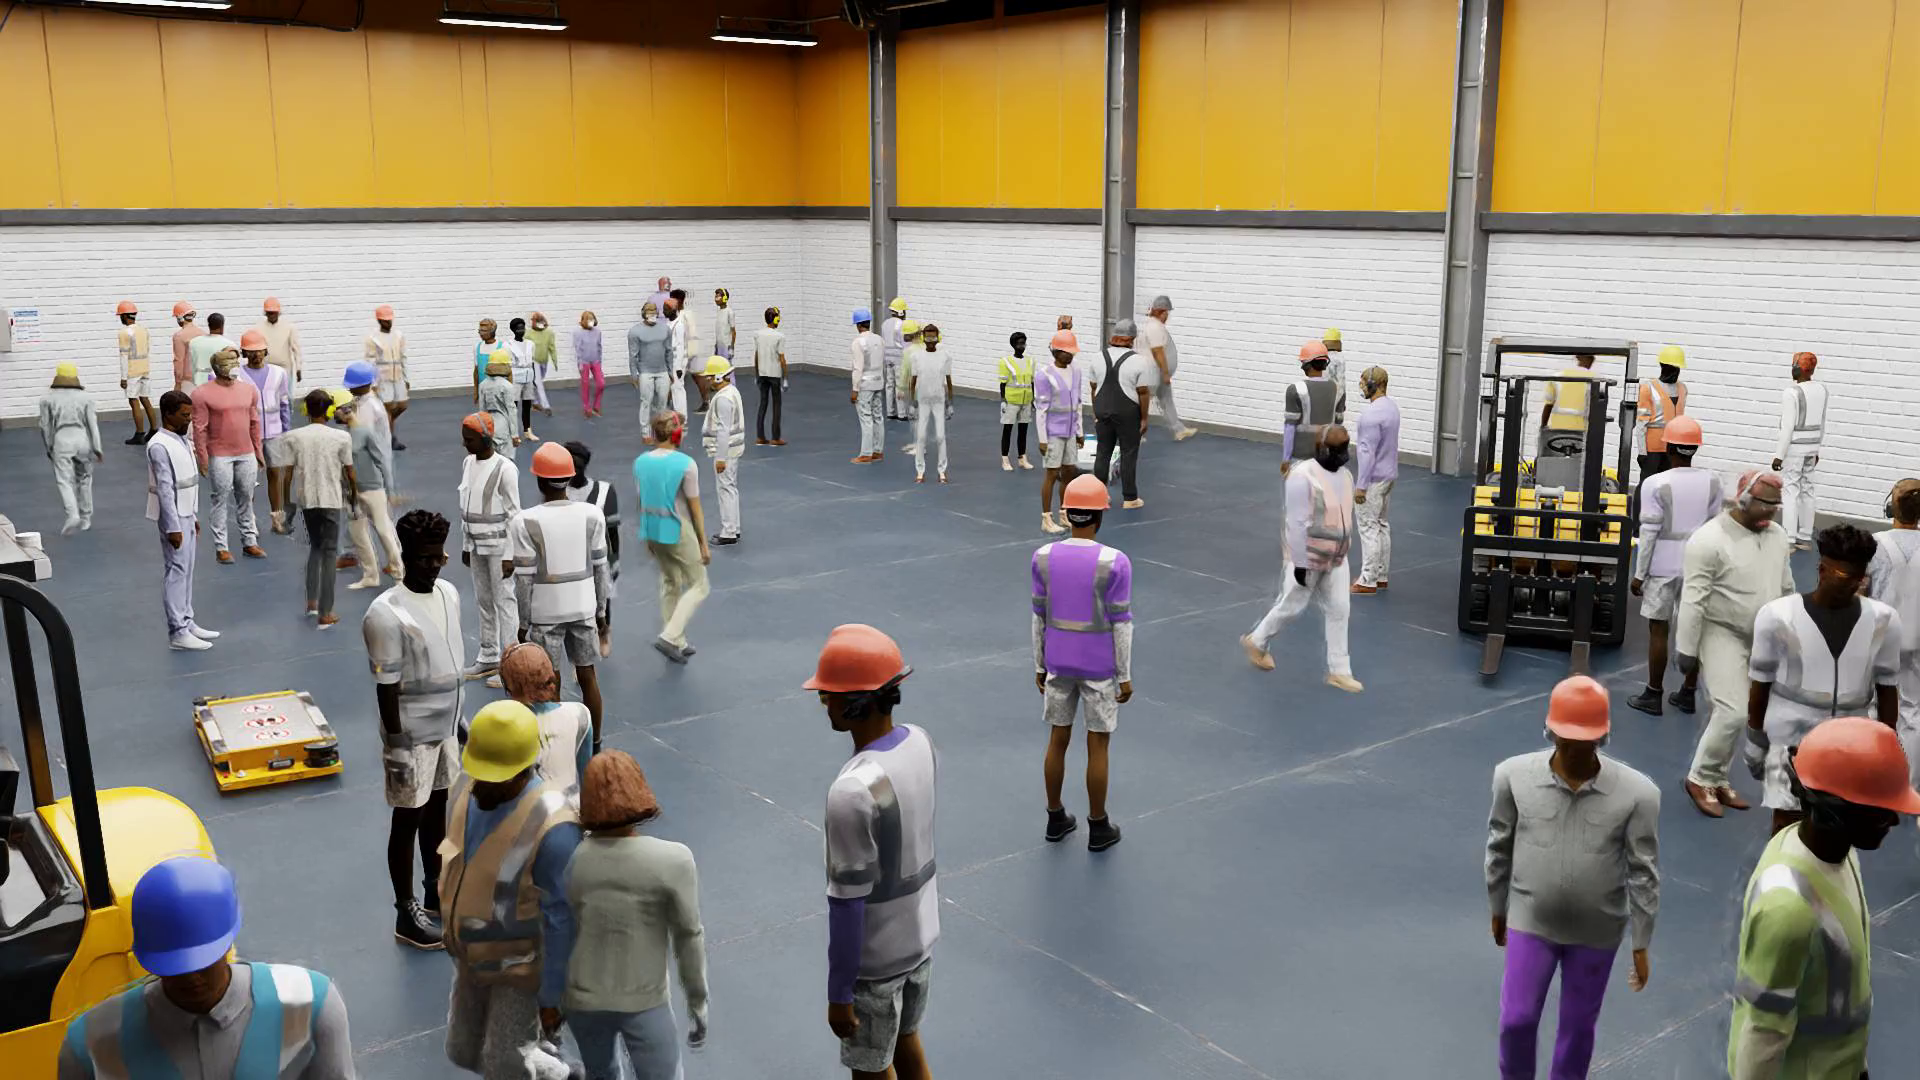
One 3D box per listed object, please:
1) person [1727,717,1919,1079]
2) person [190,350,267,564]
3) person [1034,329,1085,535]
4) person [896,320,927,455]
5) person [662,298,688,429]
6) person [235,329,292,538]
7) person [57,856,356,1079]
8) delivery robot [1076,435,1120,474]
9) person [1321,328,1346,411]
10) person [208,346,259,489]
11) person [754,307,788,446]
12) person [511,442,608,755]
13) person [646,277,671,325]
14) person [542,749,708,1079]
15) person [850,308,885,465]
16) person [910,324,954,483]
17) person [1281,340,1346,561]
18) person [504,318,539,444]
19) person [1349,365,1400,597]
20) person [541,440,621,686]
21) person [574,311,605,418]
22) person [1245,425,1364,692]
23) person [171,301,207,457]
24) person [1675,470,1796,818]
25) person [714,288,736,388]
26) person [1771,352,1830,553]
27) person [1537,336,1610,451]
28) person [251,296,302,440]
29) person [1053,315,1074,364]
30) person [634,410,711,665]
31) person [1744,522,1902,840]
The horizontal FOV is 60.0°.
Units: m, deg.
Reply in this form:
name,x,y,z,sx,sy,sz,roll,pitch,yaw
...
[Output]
name,x,y,z,sx,sy,sz,roll,pitch,yaw
person,2.186,1.415,4.471,0.864,2.013,0.604,7,14,32
person,-6.650,-0.763,15.165,0.360,1.939,0.635,9,15,38
person,1.005,-1.060,16.392,0.613,2.031,0.410,-11,16,-43
person,-0.656,-1.966,21.460,0.585,1.737,0.570,7,13,29
person,-4.067,-2.507,23.742,0.359,1.880,0.575,-5,13,-23
person,-6.822,-1.038,16.244,0.610,2.042,0.396,-9,15,-39
person,-1.648,1.609,3.756,0.644,1.921,0.632,-6,13,-28
delivery robot,1.512,-0.983,19.361,0.707,0.478,0.477,3,12,13
person,4.485,-1.702,20.207,0.324,1.737,0.488,-9,15,-37
person,-8.290,-1.393,18.968,0.318,1.631,0.514,9,15,38
person,-2.528,-2.174,22.194,0.530,1.854,0.324,7,13,29
person,-2.286,0.402,9.534,0.545,1.942,0.351,-7,14,-31
person,-5.179,-3.665,29.273,0.642,1.905,0.399,5,13,22
person,-1.065,1.481,5.156,0.534,1.605,0.618,1,12,5
person,-1.165,-1.901,20.668,0.412,1.937,0.605,7,14,31
person,-0.330,-1.582,19.332,0.512,1.858,0.322,0,12,0
person,3.184,-0.794,15.105,0.601,2.035,0.413,-5,13,-22
person,-5.936,-2.151,22.461,0.319,1.696,0.532,9,15,37
person,3.461,-0.493,13.904,0.378,1.929,0.636,7,14,30
person,-2.605,0.132,11.464,0.542,1.679,0.519,-2,12,-8
person,-5.540,-2.626,24.946,0.505,1.616,0.434,-11,16,-42
person,2.381,0.091,11.365,0.615,1.812,0.877,-8,14,-35
person,-9.868,-2.063,21.357,0.410,1.980,0.624,2,12,11
person,4.199,0.557,8.932,0.649,1.880,0.490,-6,13,-27
person,-3.755,-3.059,26.423,0.318,1.870,0.531,-9,15,-38
person,7.855,-0.822,15.586,0.583,1.882,0.337,-6,13,-27
person,6.108,-1.057,16.587,0.657,1.939,0.502,9,15,37
person,-9.439,-2.398,23.013,0.626,1.965,0.867,-4,12,-20
person,1.482,-2.392,23.761,0.308,1.640,0.516,1,12,3
person,-2.021,-0.008,11.774,0.587,1.830,0.524,8,14,34
person,3.793,0.855,7.379,0.618,1.946,0.705,2,12,9
